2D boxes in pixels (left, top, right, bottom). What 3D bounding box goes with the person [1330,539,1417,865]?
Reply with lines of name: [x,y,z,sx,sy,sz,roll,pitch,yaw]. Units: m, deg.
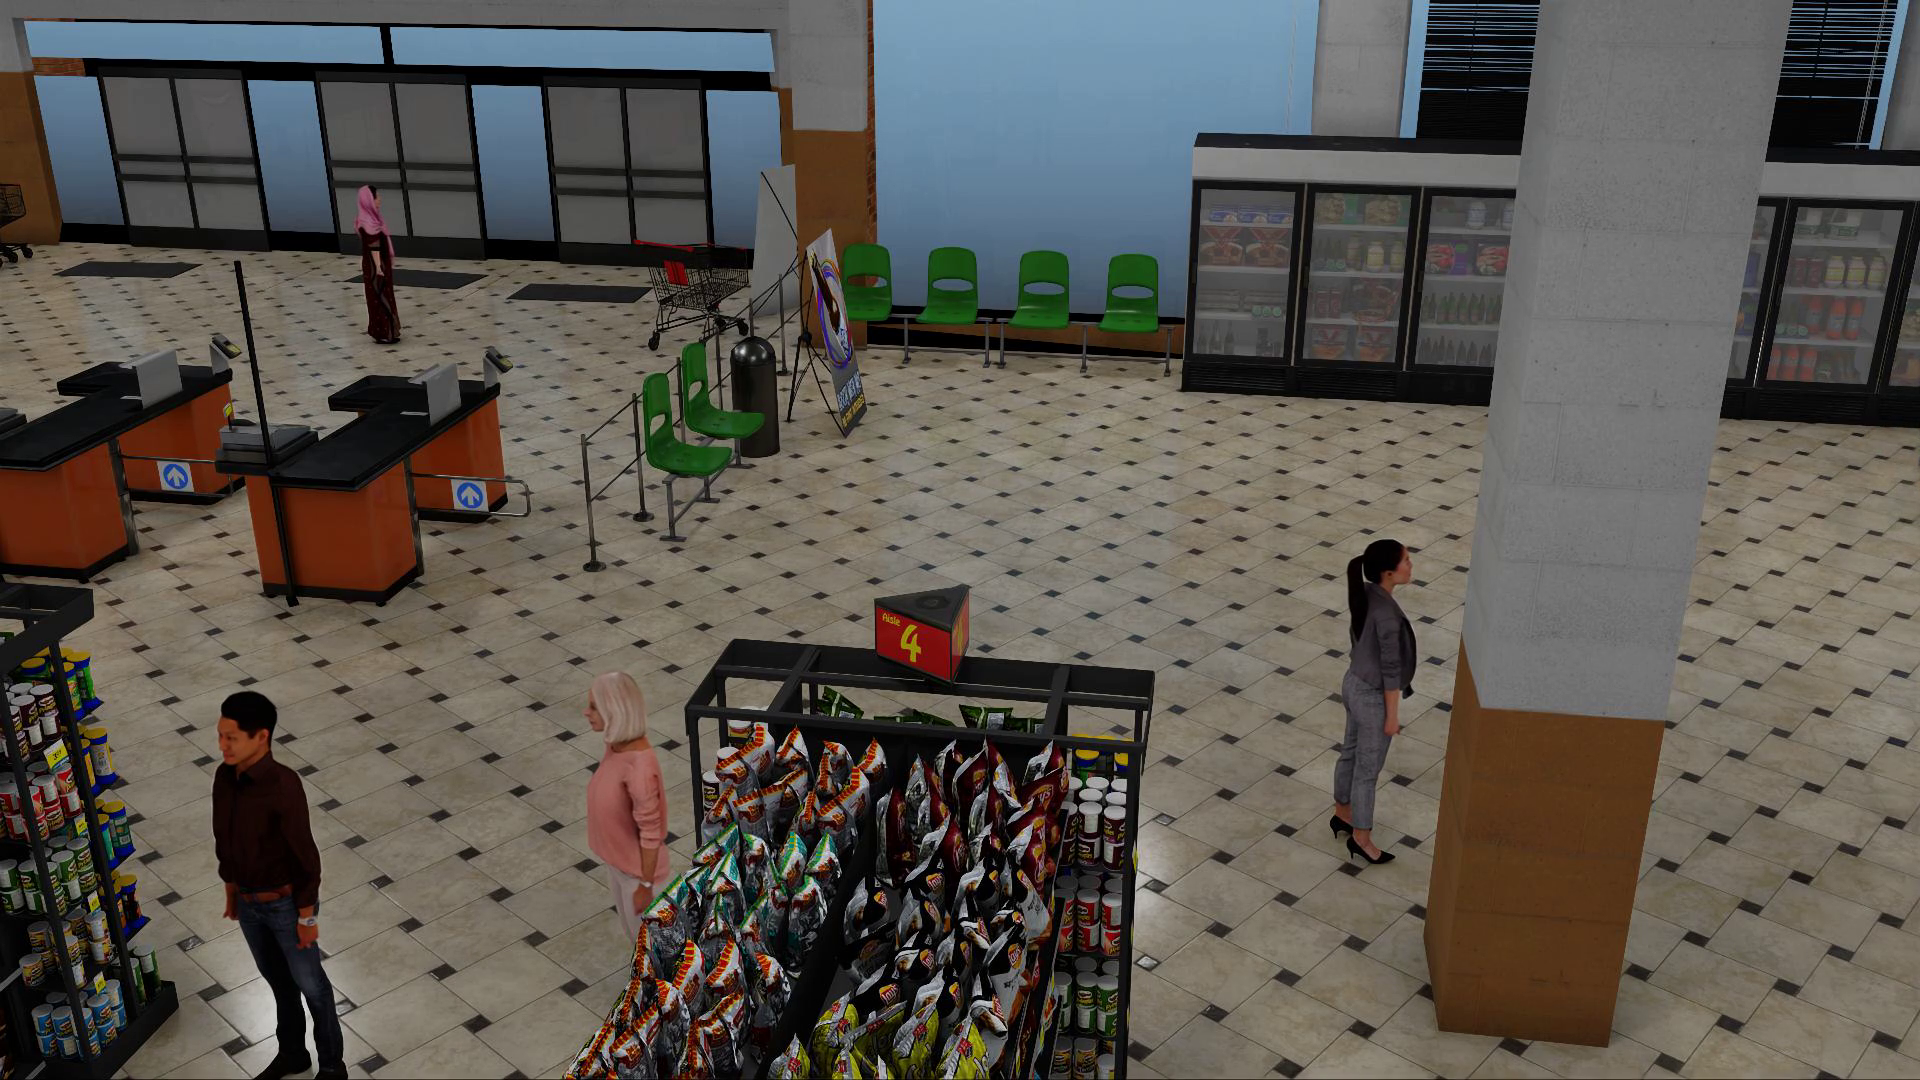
person: [2.011,0.779,8.152,0.749,1.678,0.628,-3,22,-7]

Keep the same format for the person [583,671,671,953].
person: [-1.319,1.309,6.771,0.740,1.724,0.653,-11,25,-26]

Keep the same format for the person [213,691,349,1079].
person: [-2.663,1.391,6.489,0.700,1.782,0.634,11,24,25]

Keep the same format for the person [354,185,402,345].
person: [-6.064,-2.868,17.280,0.812,1.639,0.694,-6,23,-15]
